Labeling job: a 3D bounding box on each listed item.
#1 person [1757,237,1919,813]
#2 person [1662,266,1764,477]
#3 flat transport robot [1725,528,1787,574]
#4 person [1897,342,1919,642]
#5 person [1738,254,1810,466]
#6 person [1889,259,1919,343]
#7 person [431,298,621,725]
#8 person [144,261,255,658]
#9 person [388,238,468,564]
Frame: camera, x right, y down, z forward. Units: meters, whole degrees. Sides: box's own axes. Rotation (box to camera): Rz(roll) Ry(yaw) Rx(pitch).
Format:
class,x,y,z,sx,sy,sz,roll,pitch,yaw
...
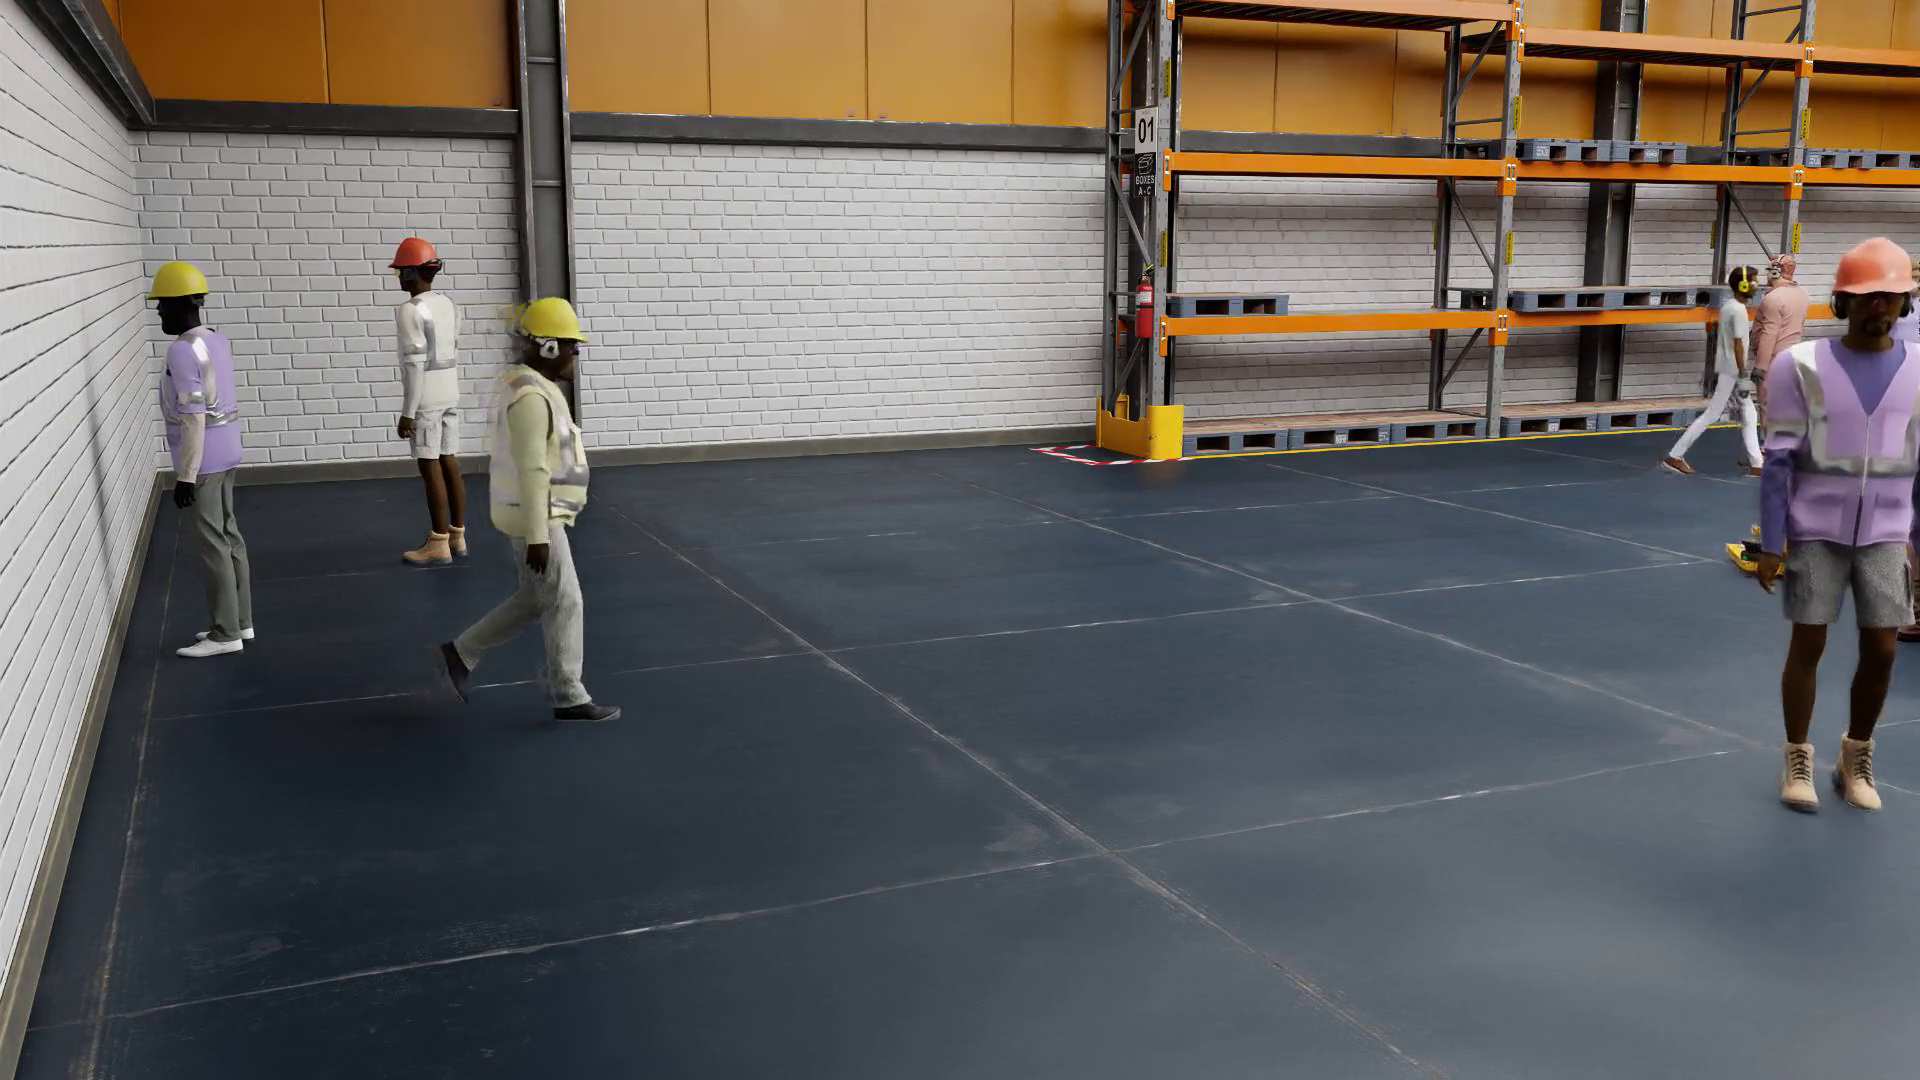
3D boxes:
class,x,y,z,sx,sy,sz,roll,pitch,yaw
person,3.143,-0.033,5.877,0.613,2.045,0.377,3,11,15
person,6.611,-1.440,14.301,0.996,1.827,0.527,4,11,21
flat transport robot,5.505,0.079,10.149,1.431,0.197,0.652,3,11,16
person,4.898,-0.383,8.159,0.410,1.912,0.641,2,10,10
person,7.317,-1.603,14.968,0.640,1.909,0.409,-8,13,-39
person,7.877,-1.391,13.867,0.647,1.892,1.036,4,11,23
person,-1.842,-0.106,6.930,0.702,1.802,0.626,-2,10,-13
person,-3.725,-0.387,8.131,0.383,1.924,0.594,-1,10,-7
person,-3.366,-0.868,10.483,0.383,2.045,0.605,2,10,10
